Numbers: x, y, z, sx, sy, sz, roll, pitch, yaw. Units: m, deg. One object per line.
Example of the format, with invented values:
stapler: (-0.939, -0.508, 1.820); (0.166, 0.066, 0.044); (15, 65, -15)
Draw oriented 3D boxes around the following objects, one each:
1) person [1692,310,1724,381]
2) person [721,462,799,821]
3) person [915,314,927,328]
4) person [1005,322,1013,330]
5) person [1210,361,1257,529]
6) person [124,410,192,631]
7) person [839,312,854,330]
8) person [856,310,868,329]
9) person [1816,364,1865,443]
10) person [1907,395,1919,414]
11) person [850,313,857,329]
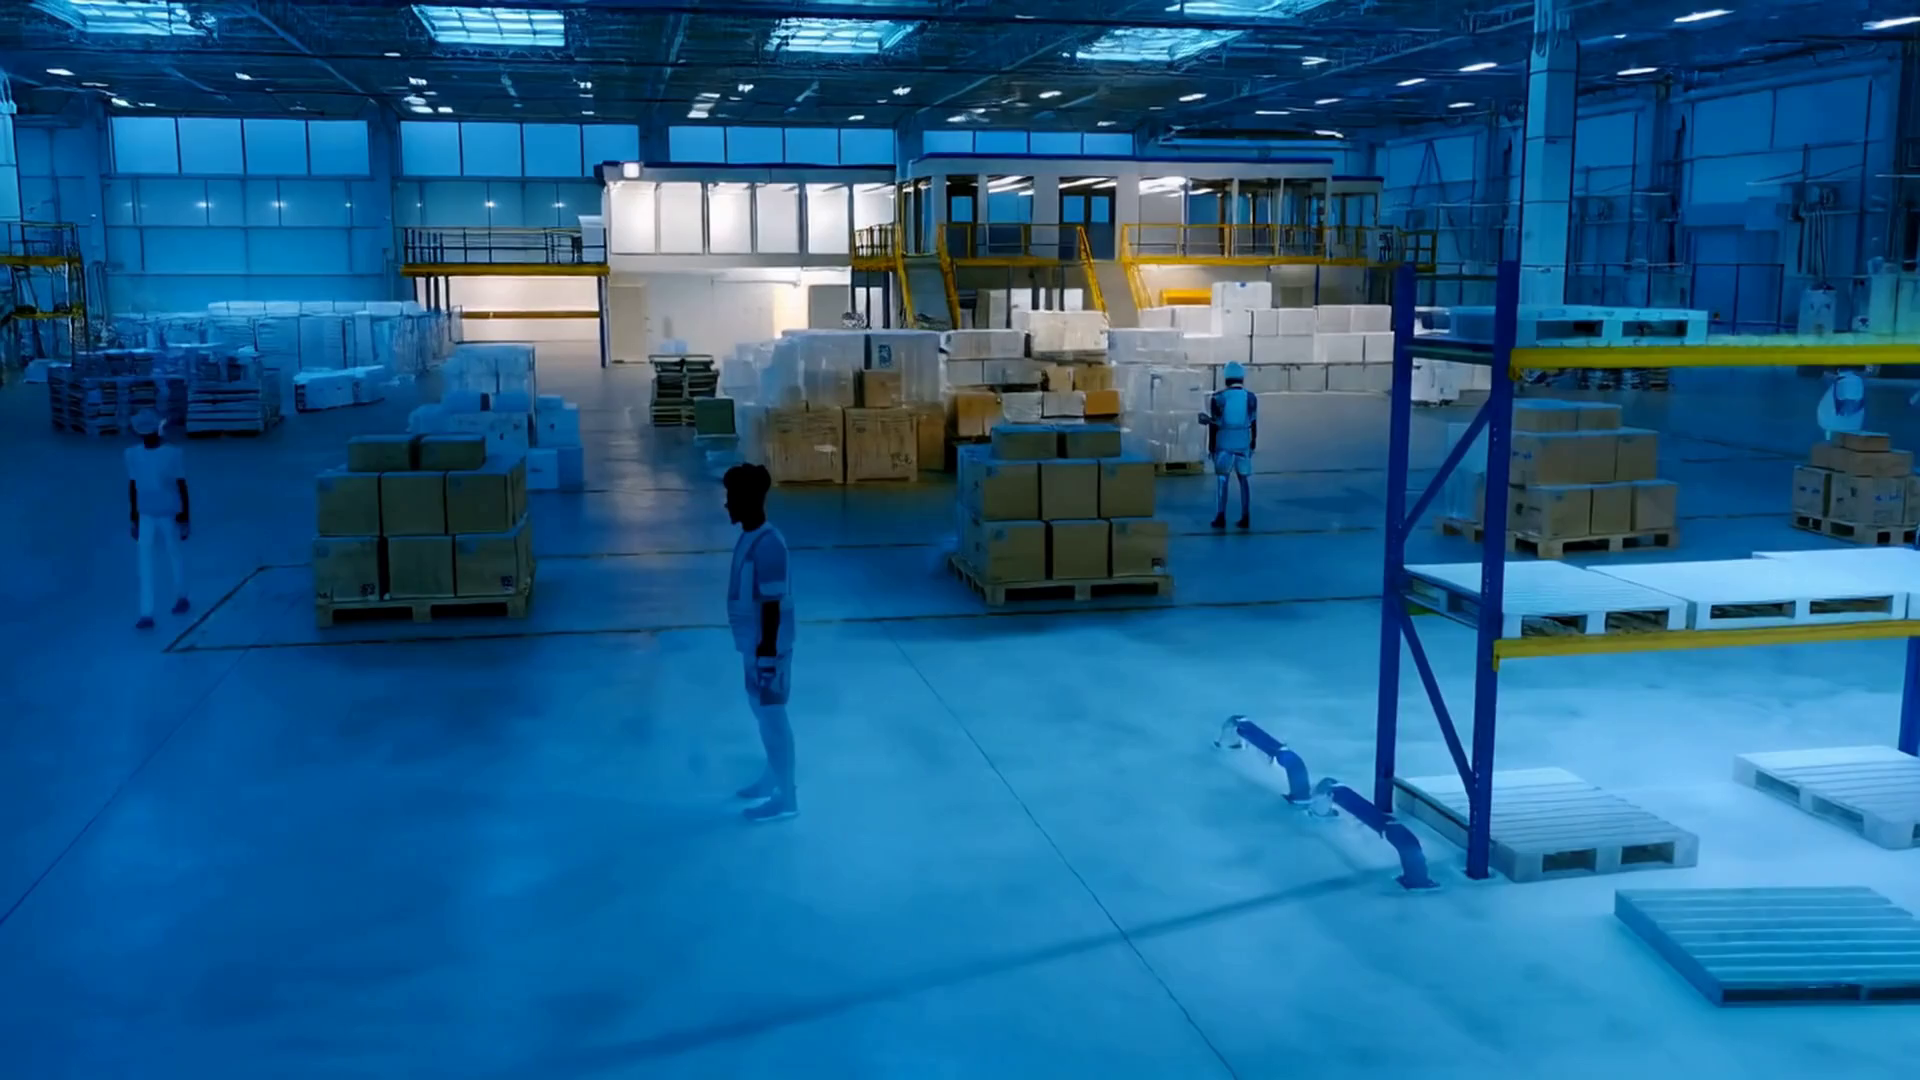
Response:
person: (19.710, -5.077, 43.592); (1.015, 1.901, 0.608); (-1, 9, -9)
person: (-1.096, 0.547, 9.117); (0.384, 1.957, 0.606); (-3, 10, -18)
person: (-0.966, -4.396, 39.411); (0.949, 1.891, 0.574); (-6, 11, -31)
person: (1.116, -3.694, 35.245); (0.712, 1.864, 0.583); (8, 12, 39)
person: (3.138, -1.092, 19.191); (0.542, 1.928, 0.400); (-1, 9, -4)
person: (-6.777, -0.200, 14.083); (0.540, 1.826, 0.962); (-1, 9, -6)
person: (-2.714, -4.319, 38.699); (0.773, 1.969, 0.643); (-3, 10, -19)
person: (-2.616, -5.192, 44.301); (0.337, 1.882, 0.583); (-3, 10, -18)
person: (11.607, -1.563, 21.707); (0.819, 2.000, 0.690); (4, 10, 25)
person: (19.394, -3.338, 33.182); (0.703, 1.826, 0.635); (6, 11, 34)
person: (-2.720, -4.978, 43.215); (0.826, 1.810, 0.539); (6, 11, 32)
